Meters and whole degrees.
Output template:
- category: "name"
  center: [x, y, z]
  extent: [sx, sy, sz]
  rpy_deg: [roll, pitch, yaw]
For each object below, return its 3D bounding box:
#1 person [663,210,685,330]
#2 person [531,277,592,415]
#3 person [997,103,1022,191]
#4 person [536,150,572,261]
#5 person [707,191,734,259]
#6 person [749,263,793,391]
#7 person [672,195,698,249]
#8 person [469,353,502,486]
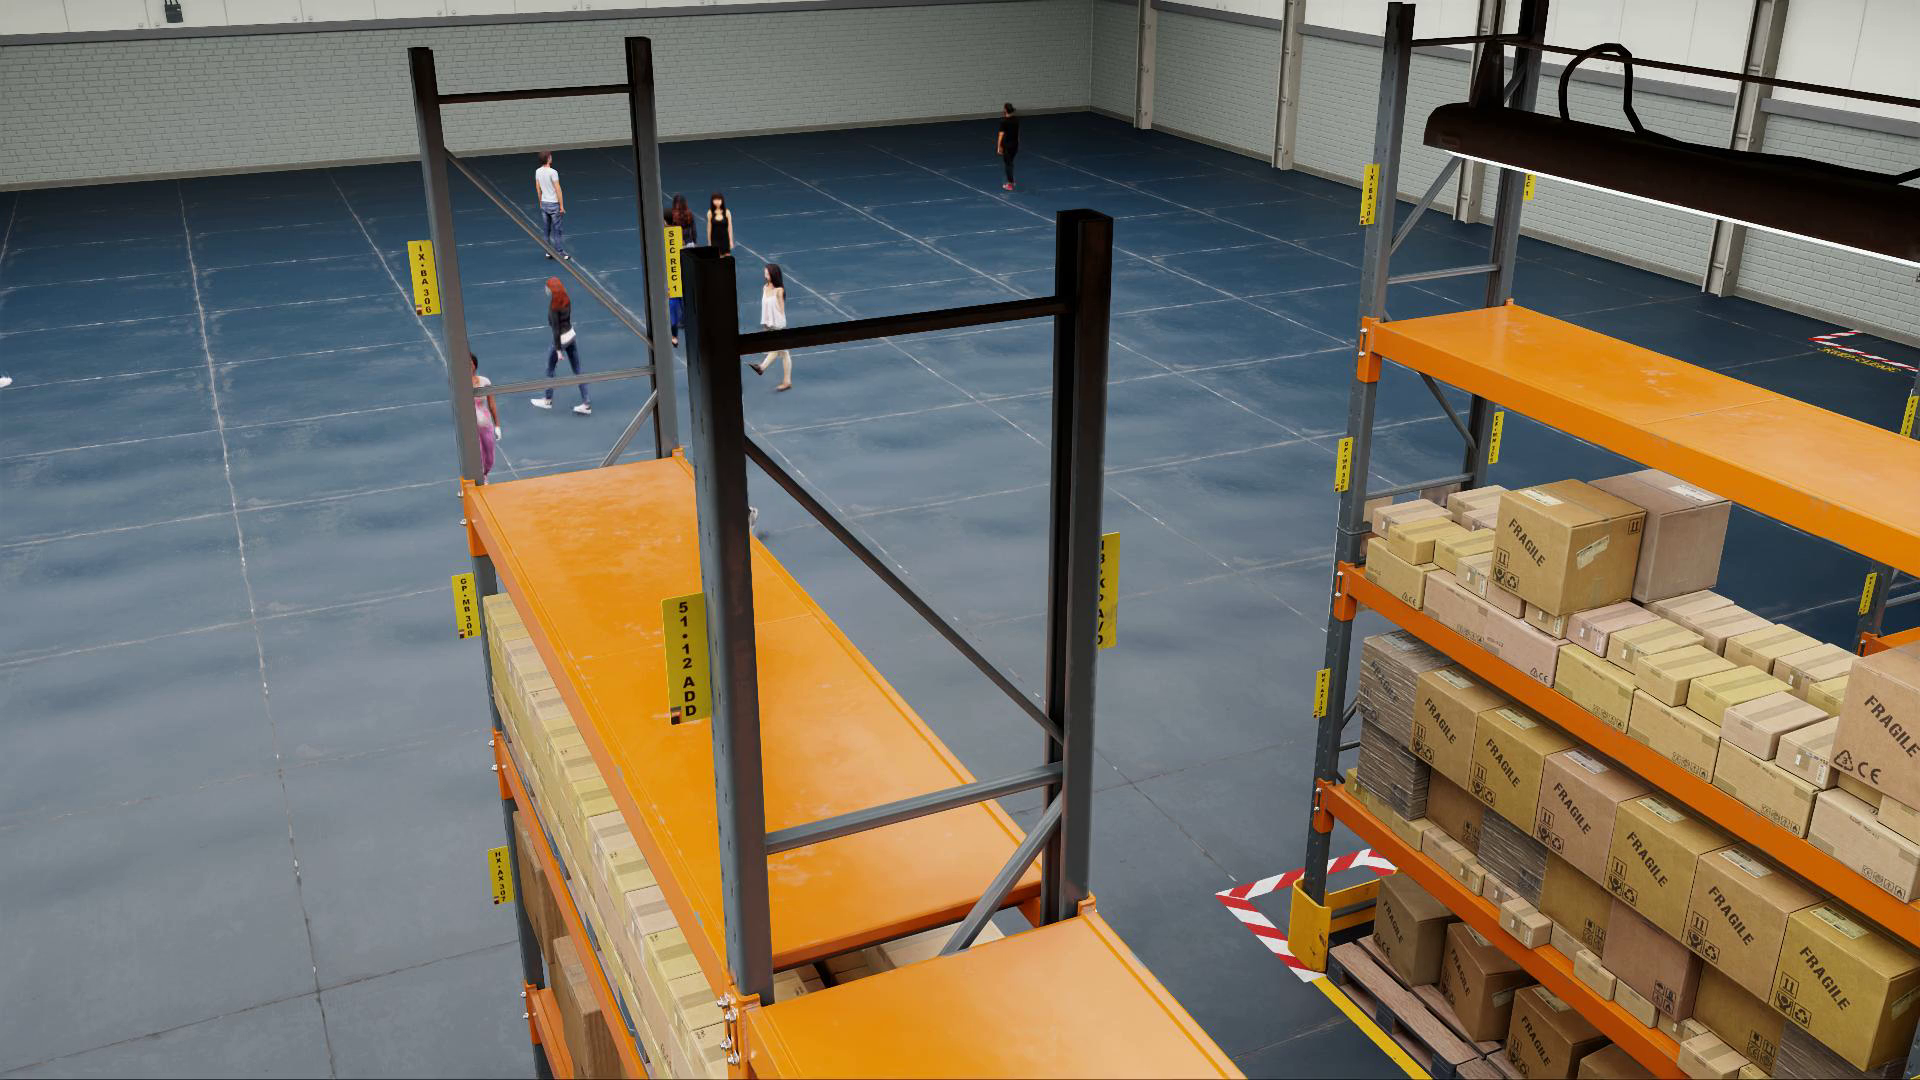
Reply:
- category: "person"
  center: [-4.143, -3.962, 24.469]
  extent: [0.829, 1.764, 0.735]
  rpy_deg: [2, 23, 5]
- category: "person"
  center: [-4.875, -2.396, 20.807]
  extent: [1.137, 1.748, 1.035]
  rpy_deg: [11, 26, 25]
- category: "person"
  center: [1.068, -8.058, 34.120]
  extent: [0.721, 1.750, 0.697]
  rpy_deg: [-18, 29, -36]
- category: "person"
  center: [-7.020, -5.738, 28.516]
  extent: [0.692, 1.866, 0.768]
  rpy_deg: [10, 25, 22]
- category: "person"
  center: [-3.817, -4.740, 26.461]
  extent: [0.631, 1.638, 0.663]
  rpy_deg: [-2, 23, -5]
- category: "person"
  center: [-2.507, -2.800, 21.877]
  extent: [0.773, 1.655, 0.811]
  rpy_deg: [8, 24, 19]
- category: "person"
  center: [-4.360, -4.621, 26.186]
  extent: [0.668, 1.633, 0.591]
  rpy_deg: [-14, 27, -29]
- category: "person"
  center: [-5.226, -1.203, 18.047]
  extent: [0.579, 1.713, 1.102]
  rpy_deg: [-11, 25, -23]
